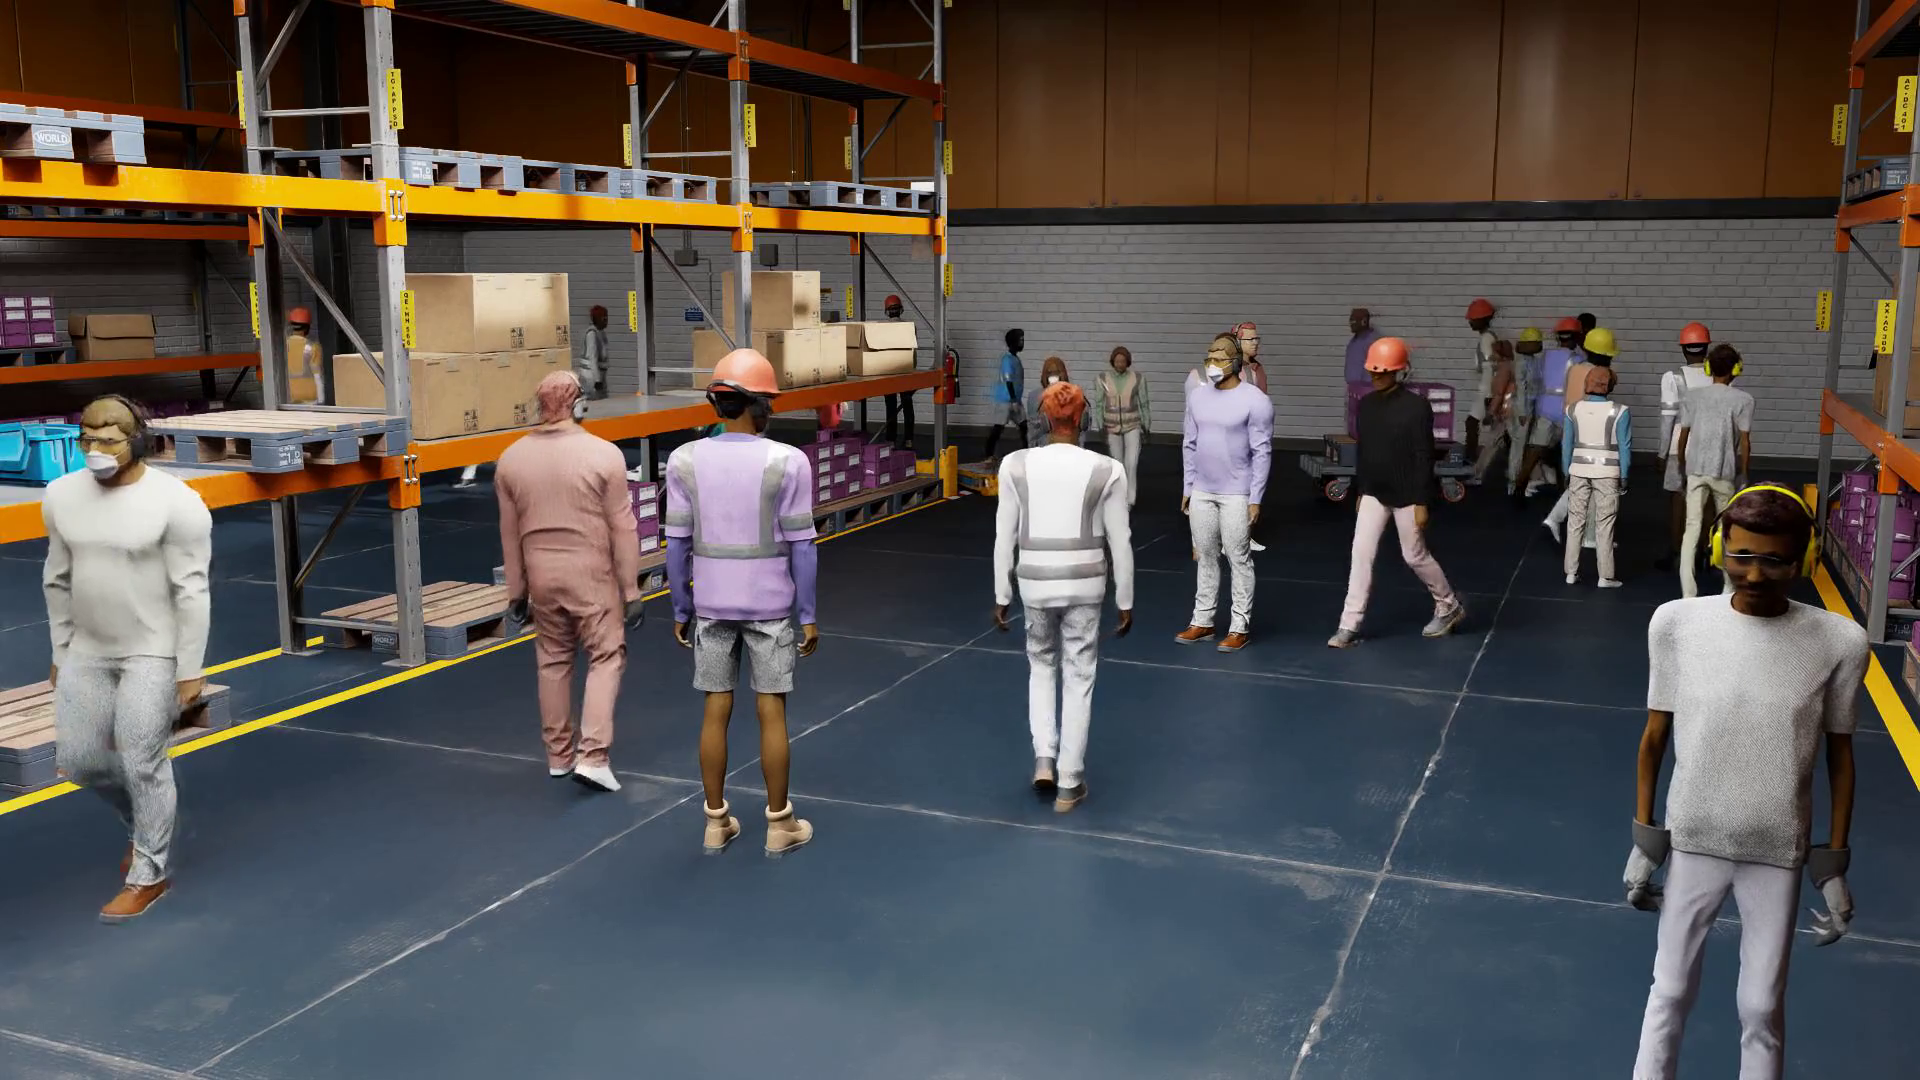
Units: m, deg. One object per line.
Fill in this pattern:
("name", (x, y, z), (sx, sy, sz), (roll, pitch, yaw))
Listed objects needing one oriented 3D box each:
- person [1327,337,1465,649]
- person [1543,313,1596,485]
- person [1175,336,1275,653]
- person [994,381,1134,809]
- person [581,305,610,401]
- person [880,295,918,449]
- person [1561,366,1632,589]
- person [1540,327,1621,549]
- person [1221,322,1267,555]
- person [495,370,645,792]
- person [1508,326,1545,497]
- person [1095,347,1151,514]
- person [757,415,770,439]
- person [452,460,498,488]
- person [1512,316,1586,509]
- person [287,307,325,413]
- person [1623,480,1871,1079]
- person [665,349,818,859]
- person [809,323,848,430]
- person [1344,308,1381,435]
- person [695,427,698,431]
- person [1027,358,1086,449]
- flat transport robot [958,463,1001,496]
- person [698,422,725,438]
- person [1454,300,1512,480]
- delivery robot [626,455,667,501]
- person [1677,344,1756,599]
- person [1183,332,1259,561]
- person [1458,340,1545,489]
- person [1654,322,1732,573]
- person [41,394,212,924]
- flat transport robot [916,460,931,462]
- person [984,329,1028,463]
("person", (2.756, -0.302, 10.406), (1.004, 1.943, 0.665), (-6, 11, -34))
("person", (6.536, -1.471, 17.648), (0.737, 1.880, 0.520), (-4, 10, -22))
("person", (1.624, -0.282, 10.257), (0.370, 1.941, 0.627), (-9, 13, -44))
("person", (0.465, 0.238, 7.320), (0.613, 1.866, 0.491), (2, 10, 14))
("person", (-4.799, -2.156, 21.860), (0.481, 1.855, 0.598), (1, 9, 6))
("person", (-0.835, -2.180, 21.617), (0.608, 1.987, 0.391), (-6, 11, -33))
("person", (4.668, -0.457, 12.225), (0.512, 1.640, 0.312), (9, 13, 44))
("person", (5.203, -0.823, 13.715), (0.617, 1.870, 0.618), (-2, 10, -13))
("person", (2.324, -0.832, 13.686), (0.407, 1.910, 0.640), (9, 13, 43))
("person", (-1.762, 0.190, 7.568), (0.662, 1.924, 0.450), (3, 10, 16))
("person", (5.861, -1.327, 17.179), (0.293, 1.745, 0.486), (5, 11, 30))
("person", (1.567, -1.057, 16.000), (0.524, 1.598, 0.755), (2, 10, 14))
("person", (-2.433, -1.708, 19.103), (0.606, 1.884, 0.660), (-9, 13, -43))
("person", (-5.223, -1.493, 18.013), (0.594, 1.811, 0.820), (6, 11, 32))
("person", (5.765, -1.228, 16.177), (0.962, 1.890, 0.552), (-6, 11, -33))
("person", (-7.272, -1.603, 18.323), (0.558, 1.917, 0.551), (1, 9, 7))
("person", (1.912, 0.777, 4.076), (0.521, 1.865, 0.336), (5, 10, 26))
("person", (-0.861, 0.256, 6.687), (0.613, 2.039, 0.393), (2, 10, 11))
("person", (-1.543, -1.570, 18.706), (0.576, 1.725, 0.636), (7, 11, 35))
("person", (4.754, -1.762, 19.386), (0.693, 1.886, 0.664), (-3, 10, -16))
("person", (-2.432, -1.266, 17.250), (0.520, 1.588, 0.865), (6, 11, 31))
("person", (0.823, -0.758, 14.212), (0.503, 1.585, 0.842), (0, 9, 0))
("flat transport robot", (0.341, -0.657, 17.575), (0.652, 0.197, 1.431), (-4, 10, -21))
("person", (-2.311, -1.133, 16.079), (0.536, 1.721, 0.896), (3, 10, 19))
("person", (5.800, -1.652, 18.396), (0.950, 1.978, 0.727), (3, 10, 20))
("delivery robot", (-2.935, -0.578, 15.951), (0.477, 0.478, 0.707), (6, 11, 33))
("person", (5.249, -0.438, 11.554), (0.517, 1.817, 0.990), (7, 12, 36))
("person", (2.105, -0.743, 13.354), (0.633, 1.839, 0.429), (-2, 10, -11))
("person", (5.812, -1.322, 17.637), (0.895, 1.586, 0.519), (2, 10, 13))
("person", (5.637, -0.708, 12.855), (0.546, 1.934, 0.376), (-1, 9, -4))
("person", (-2.997, 0.423, 6.044), (0.652, 1.920, 0.478), (1, 9, 8))
("flat transport robot", (-0.928, -0.749, 18.129), (1.431, 0.197, 0.652), (0, 9, 2))
("person", (0.659, -1.594, 19.077), (0.872, 1.642, 0.544), (3, 10, 15))
